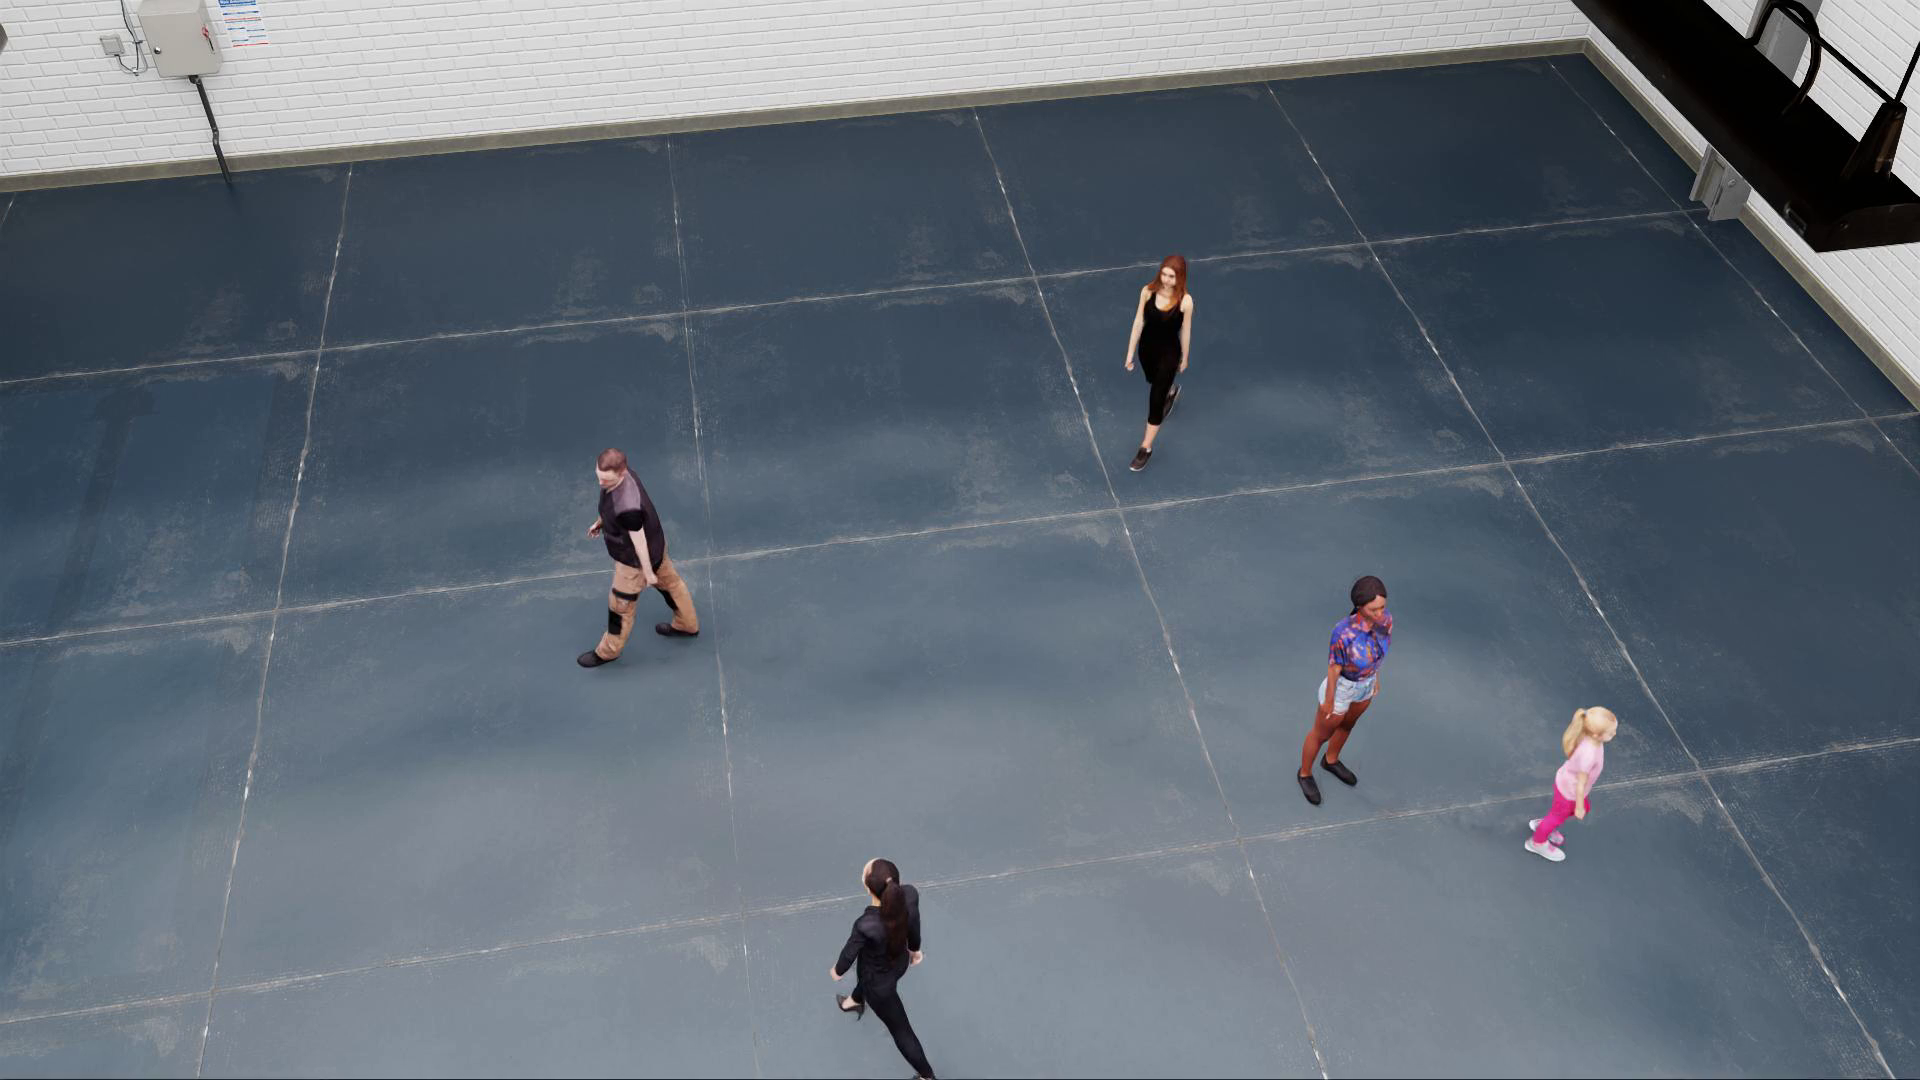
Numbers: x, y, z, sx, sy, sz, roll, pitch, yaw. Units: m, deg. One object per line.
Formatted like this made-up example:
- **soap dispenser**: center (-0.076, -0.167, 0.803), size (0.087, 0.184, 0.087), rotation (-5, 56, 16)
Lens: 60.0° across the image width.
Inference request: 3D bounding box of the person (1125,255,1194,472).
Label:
- **person**: center (1.500, -1.404, 12.182), size (1.078, 1.692, 1.154), rotation (25, 49, 24)

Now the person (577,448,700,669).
- **person**: center (-1.941, 0.060, 10.570), size (0.767, 1.797, 0.954), rotation (-6, 44, -6)

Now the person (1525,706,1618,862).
- **person**: center (3.461, 1.390, 9.561), size (0.645, 1.262, 0.576), rotation (19, 47, 19)

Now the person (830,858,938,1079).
- **person**: center (-0.328, 2.233, 8.384), size (1.098, 1.666, 1.000), rotation (30, 51, 27)

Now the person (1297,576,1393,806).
- **person**: center (2.279, 0.864, 9.765), size (0.657, 1.743, 0.635), rotation (-23, 48, -22)
